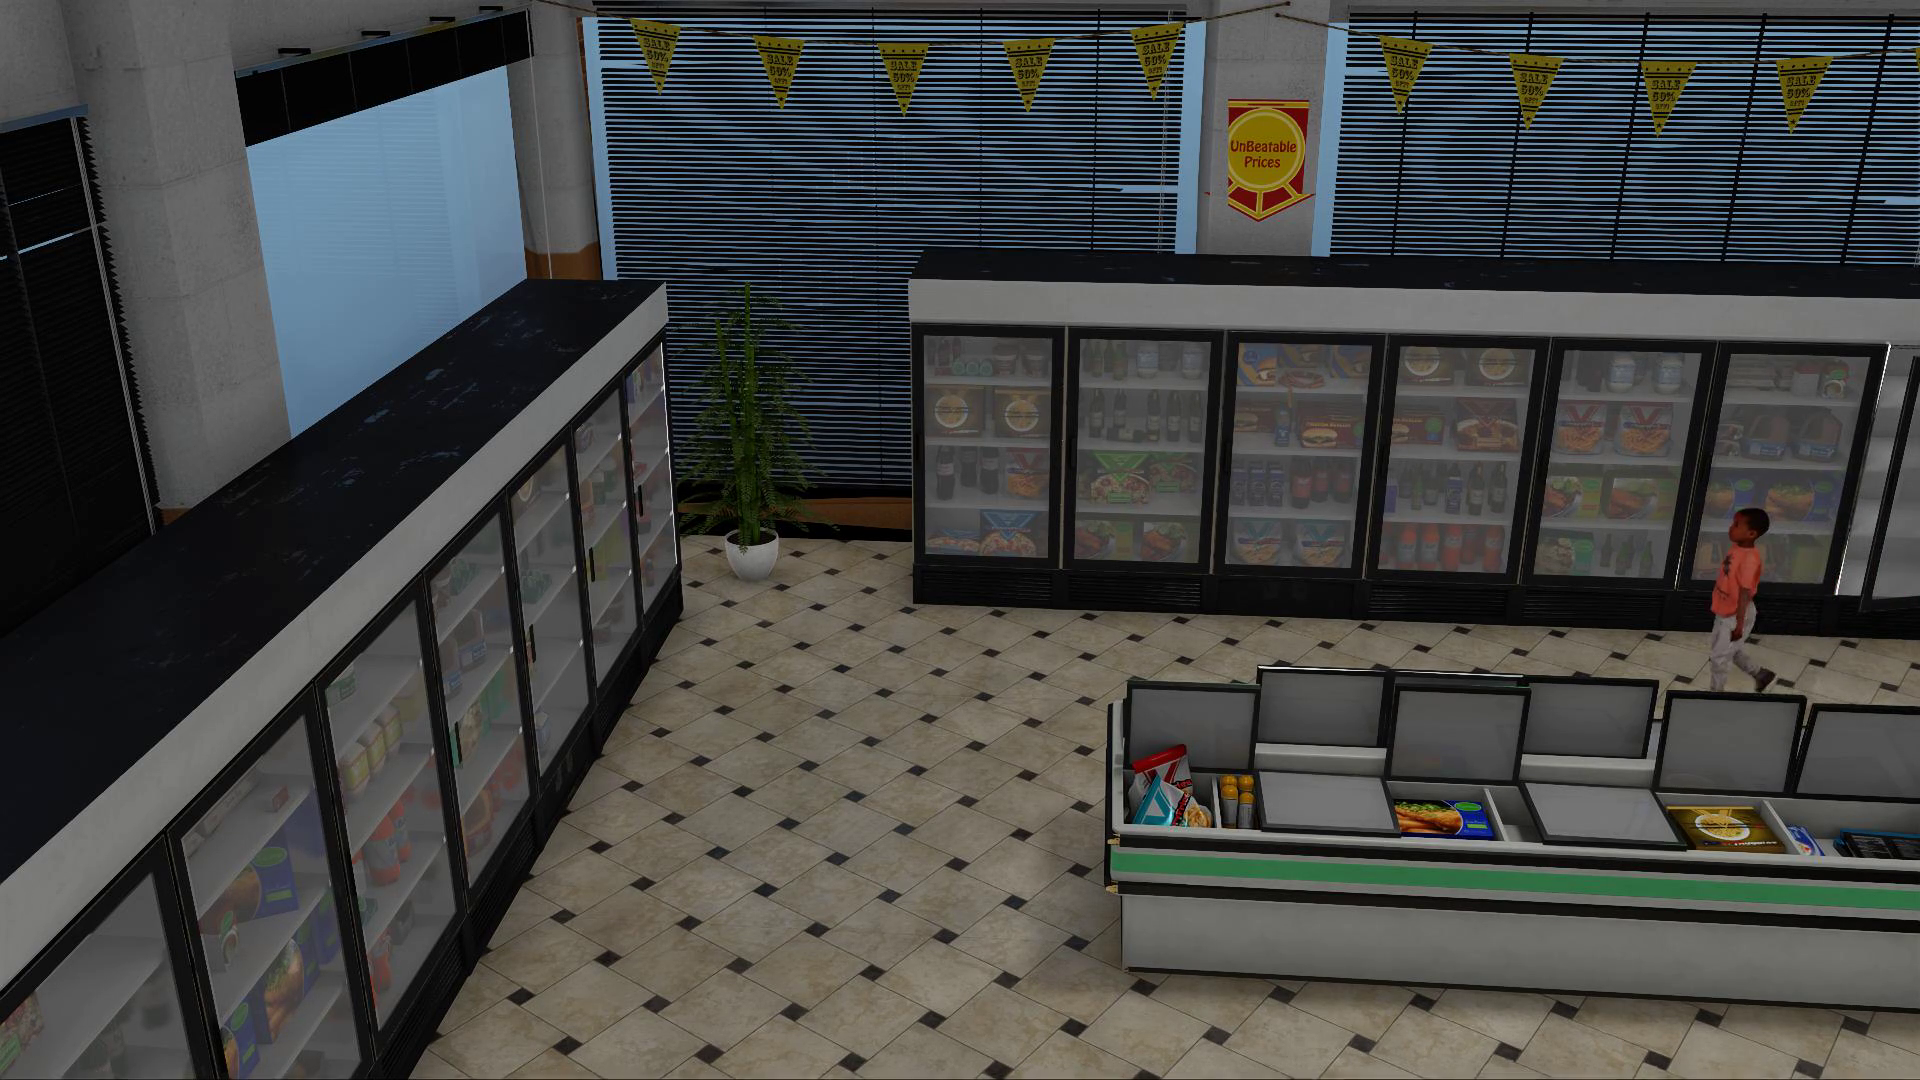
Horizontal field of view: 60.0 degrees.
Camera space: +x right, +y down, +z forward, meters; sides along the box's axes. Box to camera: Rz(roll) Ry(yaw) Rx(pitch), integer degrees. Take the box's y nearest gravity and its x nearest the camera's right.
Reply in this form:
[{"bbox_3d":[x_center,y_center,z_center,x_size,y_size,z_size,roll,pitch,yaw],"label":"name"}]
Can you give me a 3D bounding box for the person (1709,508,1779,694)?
[{"bbox_3d":[4.662,0.432,9.871,0.771,1.296,0.518,3,22,8],"label":"person"}]
